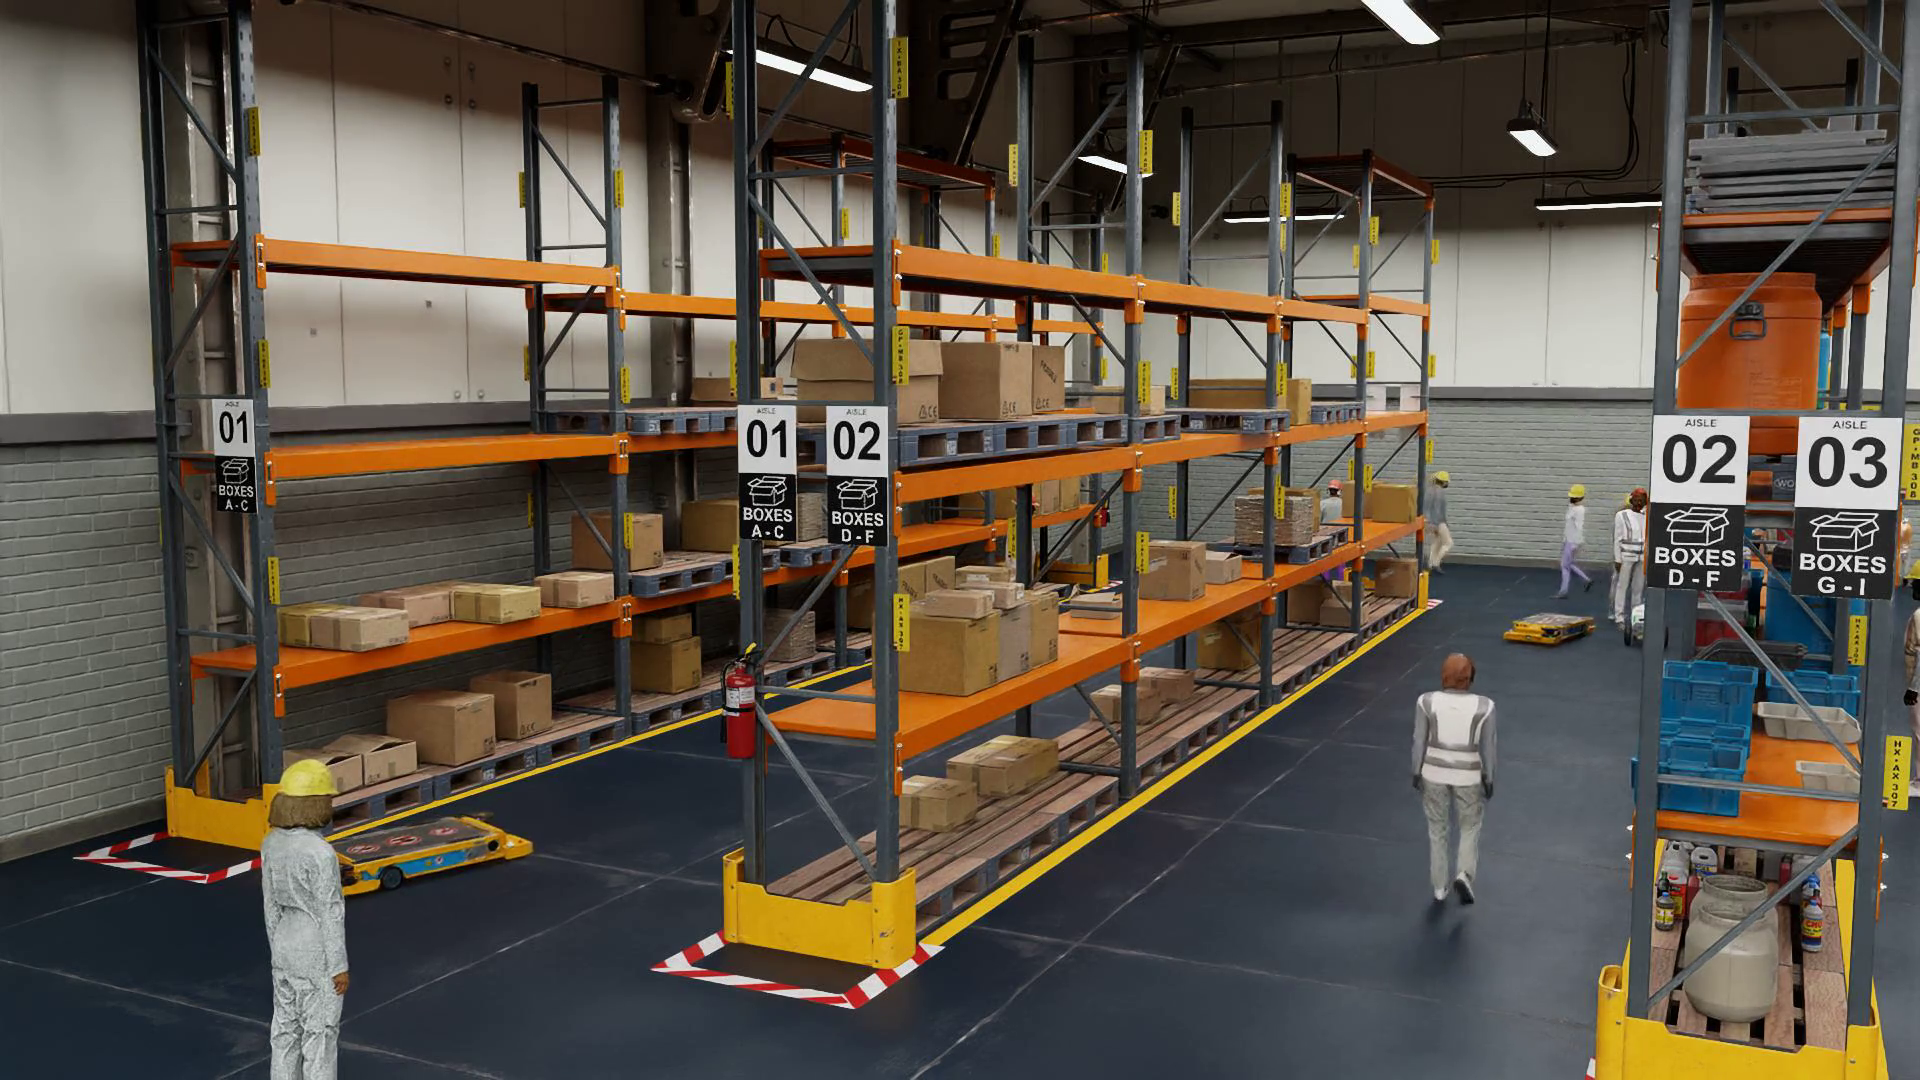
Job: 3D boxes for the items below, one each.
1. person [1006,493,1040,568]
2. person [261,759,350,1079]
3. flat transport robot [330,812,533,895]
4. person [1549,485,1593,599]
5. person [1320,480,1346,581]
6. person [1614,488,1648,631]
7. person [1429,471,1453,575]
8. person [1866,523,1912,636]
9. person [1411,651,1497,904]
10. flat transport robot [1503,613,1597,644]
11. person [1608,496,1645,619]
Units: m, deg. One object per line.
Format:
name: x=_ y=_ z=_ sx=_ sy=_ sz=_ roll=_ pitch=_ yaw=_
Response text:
person: x=0.750 y=0.398 z=19.890 sx=0.405 sy=1.990 sz=0.622 roll=-1 pitch=6 yaw=-7
person: x=-2.832 y=1.818 z=7.261 sx=0.485 sy=1.741 sz=0.302 roll=4 pitch=7 yaw=33
flat transport robot: x=-3.719 y=2.124 z=11.348 sx=1.431 sy=0.197 sz=0.652 roll=-6 pitch=8 yaw=-44
person: x=9.103 y=0.028 z=24.733 sx=0.583 sy=1.721 sz=0.557 roll=1 pitch=6 yaw=9
person: x=5.701 y=-0.047 z=25.388 sx=0.564 sy=1.739 sz=0.352 roll=1 pitch=6 yaw=13
person: x=8.828 y=0.254 z=21.768 sx=0.573 sy=1.885 sz=0.356 roll=-1 pitch=6 yaw=-11
person: x=7.955 y=-0.269 z=27.517 sx=0.411 sy=1.745 sz=0.514 roll=1 pitch=6 yaw=6
person: x=11.561 y=0.348 z=20.831 sx=0.608 sy=1.896 sz=0.673 roll=4 pitch=7 yaw=36
person: x=3.135 y=1.533 z=10.591 sx=0.527 sy=1.628 sz=0.418 roll=2 pitch=6 yaw=20
flat transport robot: x=7.529 y=1.112 z=21.191 sx=0.652 sy=0.197 sz=1.431 roll=5 pitch=8 yaw=41
person: x=9.237 y=0.237 z=22.855 sx=0.842 sy=1.693 sz=0.502 roll=-3 pitch=7 yaw=-28
